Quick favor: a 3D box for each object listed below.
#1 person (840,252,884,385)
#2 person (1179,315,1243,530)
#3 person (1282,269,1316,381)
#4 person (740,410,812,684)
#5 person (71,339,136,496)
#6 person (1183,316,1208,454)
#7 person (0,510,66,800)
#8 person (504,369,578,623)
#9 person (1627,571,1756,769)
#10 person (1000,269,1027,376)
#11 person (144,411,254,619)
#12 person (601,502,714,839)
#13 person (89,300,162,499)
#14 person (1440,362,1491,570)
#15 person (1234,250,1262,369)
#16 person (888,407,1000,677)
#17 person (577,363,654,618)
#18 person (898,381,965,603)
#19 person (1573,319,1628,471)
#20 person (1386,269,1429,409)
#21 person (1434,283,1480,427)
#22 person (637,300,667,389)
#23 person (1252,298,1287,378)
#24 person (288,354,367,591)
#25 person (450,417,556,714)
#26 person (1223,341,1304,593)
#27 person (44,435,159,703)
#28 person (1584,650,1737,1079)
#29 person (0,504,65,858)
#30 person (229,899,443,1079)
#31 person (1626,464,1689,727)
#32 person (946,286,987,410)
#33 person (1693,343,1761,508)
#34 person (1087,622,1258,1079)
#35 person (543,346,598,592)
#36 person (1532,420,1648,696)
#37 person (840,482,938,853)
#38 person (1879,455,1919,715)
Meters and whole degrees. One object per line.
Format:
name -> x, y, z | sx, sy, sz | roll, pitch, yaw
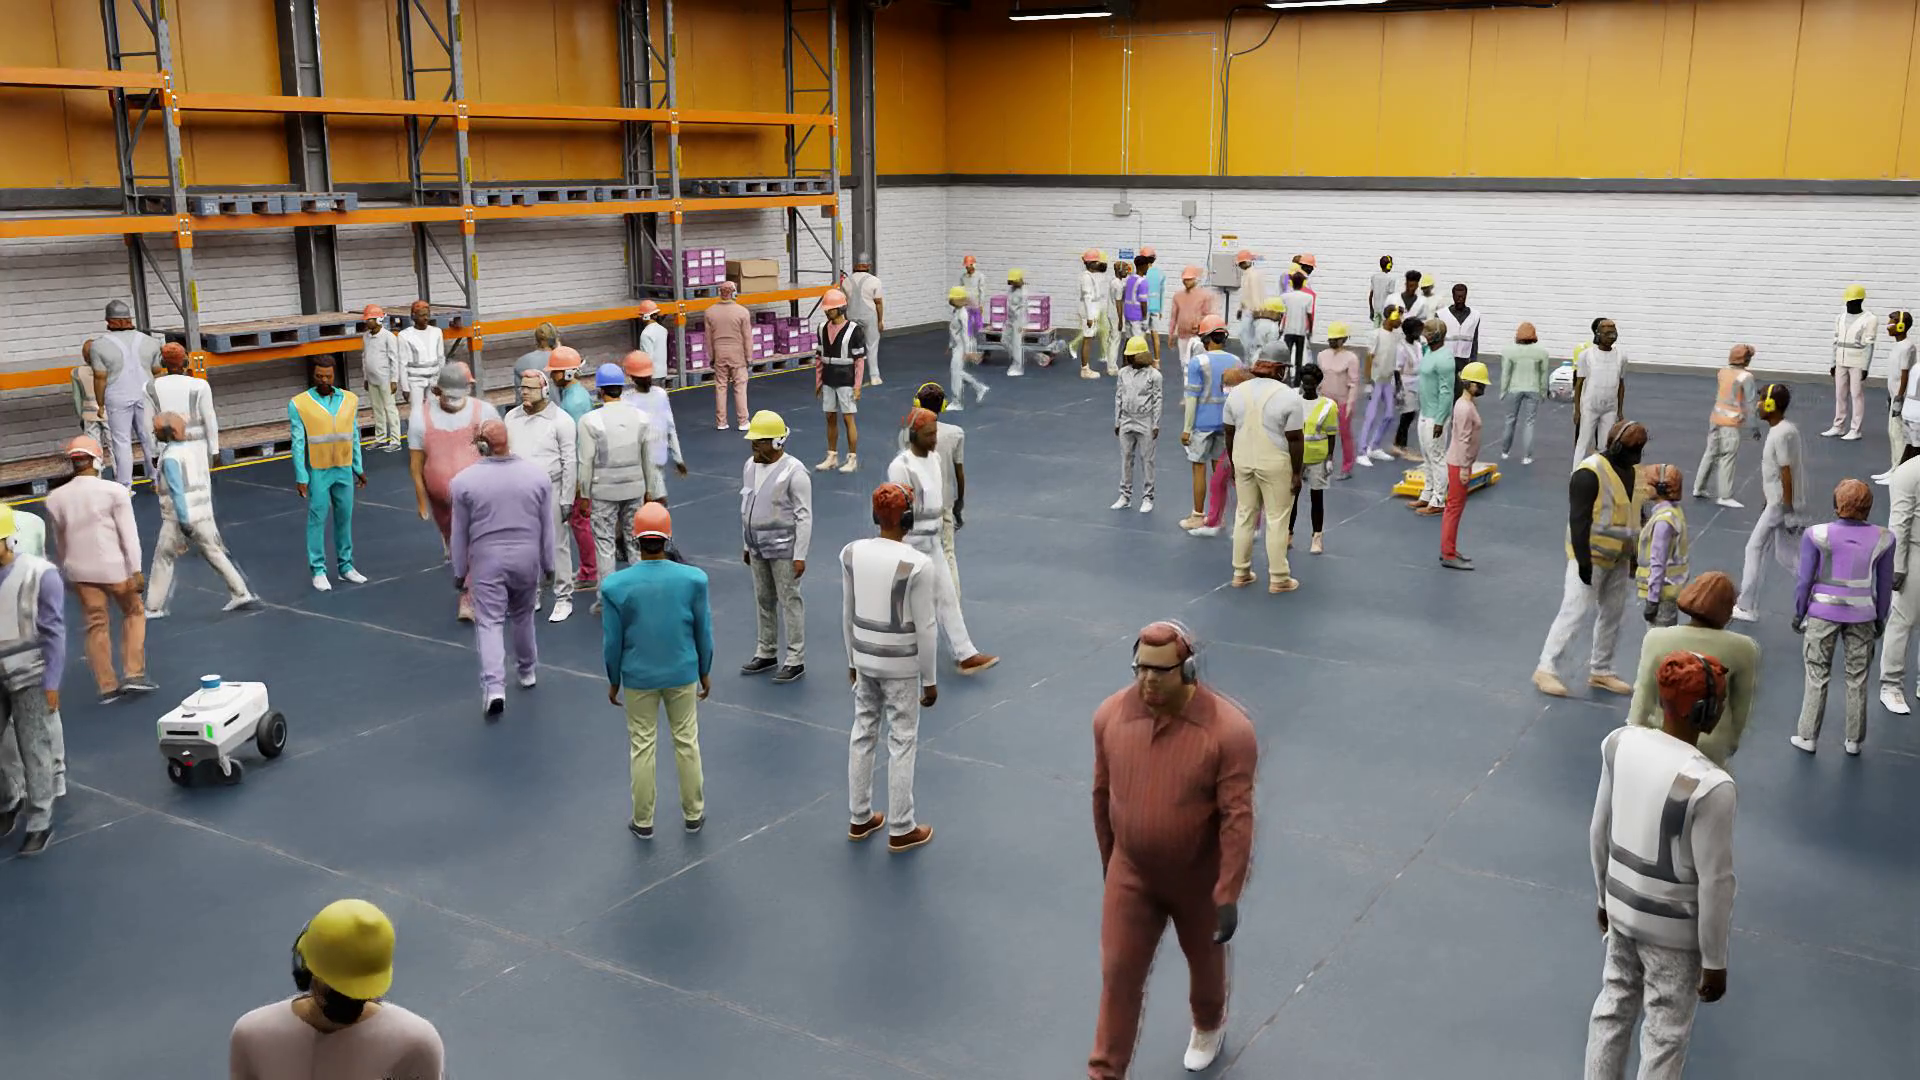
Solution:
person -> -1.469, -3.419, 25.637 | 0.681, 2.000, 0.535 | 6, 14, 24
person -> 2.335, -1.084, 15.552 | 0.610, 2.029, 0.408 | -8, 15, -30
person -> 5.319, -3.379, 26.127 | 0.572, 1.740, 0.372 | -12, 17, -41
person -> -1.247, 0.042, 11.078 | 0.596, 1.831, 0.403 | 12, 17, 41
person -> -8.773, -1.231, 17.016 | 0.514, 1.645, 0.307 | -1, 13, -6
person -> 2.792, -1.824, 19.624 | 0.313, 1.633, 0.517 | 0, 13, 1
person -> -5.085, 0.514, 8.859 | 0.392, 1.914, 0.587 | 4, 14, 17
person -> -3.186, -0.334, 12.541 | 0.642, 1.913, 0.409 | 5, 14, 20
person -> 3.416, 0.911, 7.838 | 0.532, 1.590, 0.633 | 4, 13, 15
person -> 0.874, -3.475, 26.562 | 0.393, 1.715, 0.510 | -9, 16, -33
person -> -5.879, -0.192, 12.630 | 0.875, 1.595, 0.508 | -2, 13, -7
person -> -1.546, 0.670, 8.543 | 0.570, 1.749, 0.338 | -4, 14, -17
person -> -8.578, -1.452, 17.103 | 0.536, 2.000, 0.688 | 11, 17, 41
person -> 4.309, -0.638, 14.189 | 0.335, 1.762, 0.526 | 4, 13, 15
person -> 4.737, -3.803, 27.465 | 0.567, 1.961, 0.649 | -1, 13, -2
person -> -0.242, 0.027, 11.147 | 0.981, 1.839, 0.585 | 7, 15, 29
person -> -2.617, -0.371, 12.661 | 0.616, 1.935, 0.425 | -10, 16, -36
person -> -0.214, -0.225, 12.159 | 0.513, 1.871, 0.329 | -4, 14, -17
person -> 6.534, -1.329, 17.002 | 0.508, 1.845, 0.342 | 0, 13, 1
person -> 6.163, -2.788, 23.109 | 0.642, 1.943, 0.487 | 1, 13, 5
person -> 6.210, -2.265, 20.899 | 0.597, 1.916, 0.370 | -1, 13, -3
person -> -3.770, -2.052, 20.334 | 0.342, 1.749, 0.573 | 3, 13, 12
person -> 3.879, -2.213, 21.114 | 0.456, 1.710, 0.514 | -3, 13, -15
person -> -5.134, -0.562, 13.520 | 0.372, 1.912, 0.596 | 10, 17, 38
person -> -2.896, 0.150, 10.609 | 0.666, 1.874, 0.911 | -6, 14, -25
person -> 2.494, -0.606, 13.433 | 0.688, 2.000, 0.536 | 11, 17, 39
person -> -5.524, 0.188, 10.721 | 0.605, 1.706, 0.481 | 0, 13, 0
person -> 2.348, 1.283, 5.582 | 0.337, 1.883, 0.584 | -4, 14, -18
person -> -4.757, 0.689, 8.302 | 0.610, 1.812, 0.463 | -1, 13, -6
person -> -1.533, 1.690, 4.154 | 0.545, 1.728, 0.396 | 0, 13, 1
person -> 4.304, 0.339, 10.240 | 0.320, 1.631, 0.516 | 7, 15, 27
person -> 0.053, -2.658, 23.008 | 0.578, 1.724, 0.490 | -3, 13, -11
person -> 7.705, -1.142, 16.650 | 0.362, 1.639, 0.698 | -2, 13, -9
person -> 0.761, 1.190, 6.072 | 0.652, 1.852, 1.020 | 6, 14, 24
person -> -3.111, -0.570, 13.411 | 0.406, 1.986, 0.620 | -2, 13, -8
person -> 4.133, 0.116, 10.789 | 0.737, 1.822, 0.511 | -8, 15, -30
person -> -0.356, 0.638, 8.403 | 0.579, 1.876, 0.351 | 9, 16, 35
person -> 6.135, 0.150, 10.451 | 0.643, 1.909, 0.410 | -2, 13, -10
